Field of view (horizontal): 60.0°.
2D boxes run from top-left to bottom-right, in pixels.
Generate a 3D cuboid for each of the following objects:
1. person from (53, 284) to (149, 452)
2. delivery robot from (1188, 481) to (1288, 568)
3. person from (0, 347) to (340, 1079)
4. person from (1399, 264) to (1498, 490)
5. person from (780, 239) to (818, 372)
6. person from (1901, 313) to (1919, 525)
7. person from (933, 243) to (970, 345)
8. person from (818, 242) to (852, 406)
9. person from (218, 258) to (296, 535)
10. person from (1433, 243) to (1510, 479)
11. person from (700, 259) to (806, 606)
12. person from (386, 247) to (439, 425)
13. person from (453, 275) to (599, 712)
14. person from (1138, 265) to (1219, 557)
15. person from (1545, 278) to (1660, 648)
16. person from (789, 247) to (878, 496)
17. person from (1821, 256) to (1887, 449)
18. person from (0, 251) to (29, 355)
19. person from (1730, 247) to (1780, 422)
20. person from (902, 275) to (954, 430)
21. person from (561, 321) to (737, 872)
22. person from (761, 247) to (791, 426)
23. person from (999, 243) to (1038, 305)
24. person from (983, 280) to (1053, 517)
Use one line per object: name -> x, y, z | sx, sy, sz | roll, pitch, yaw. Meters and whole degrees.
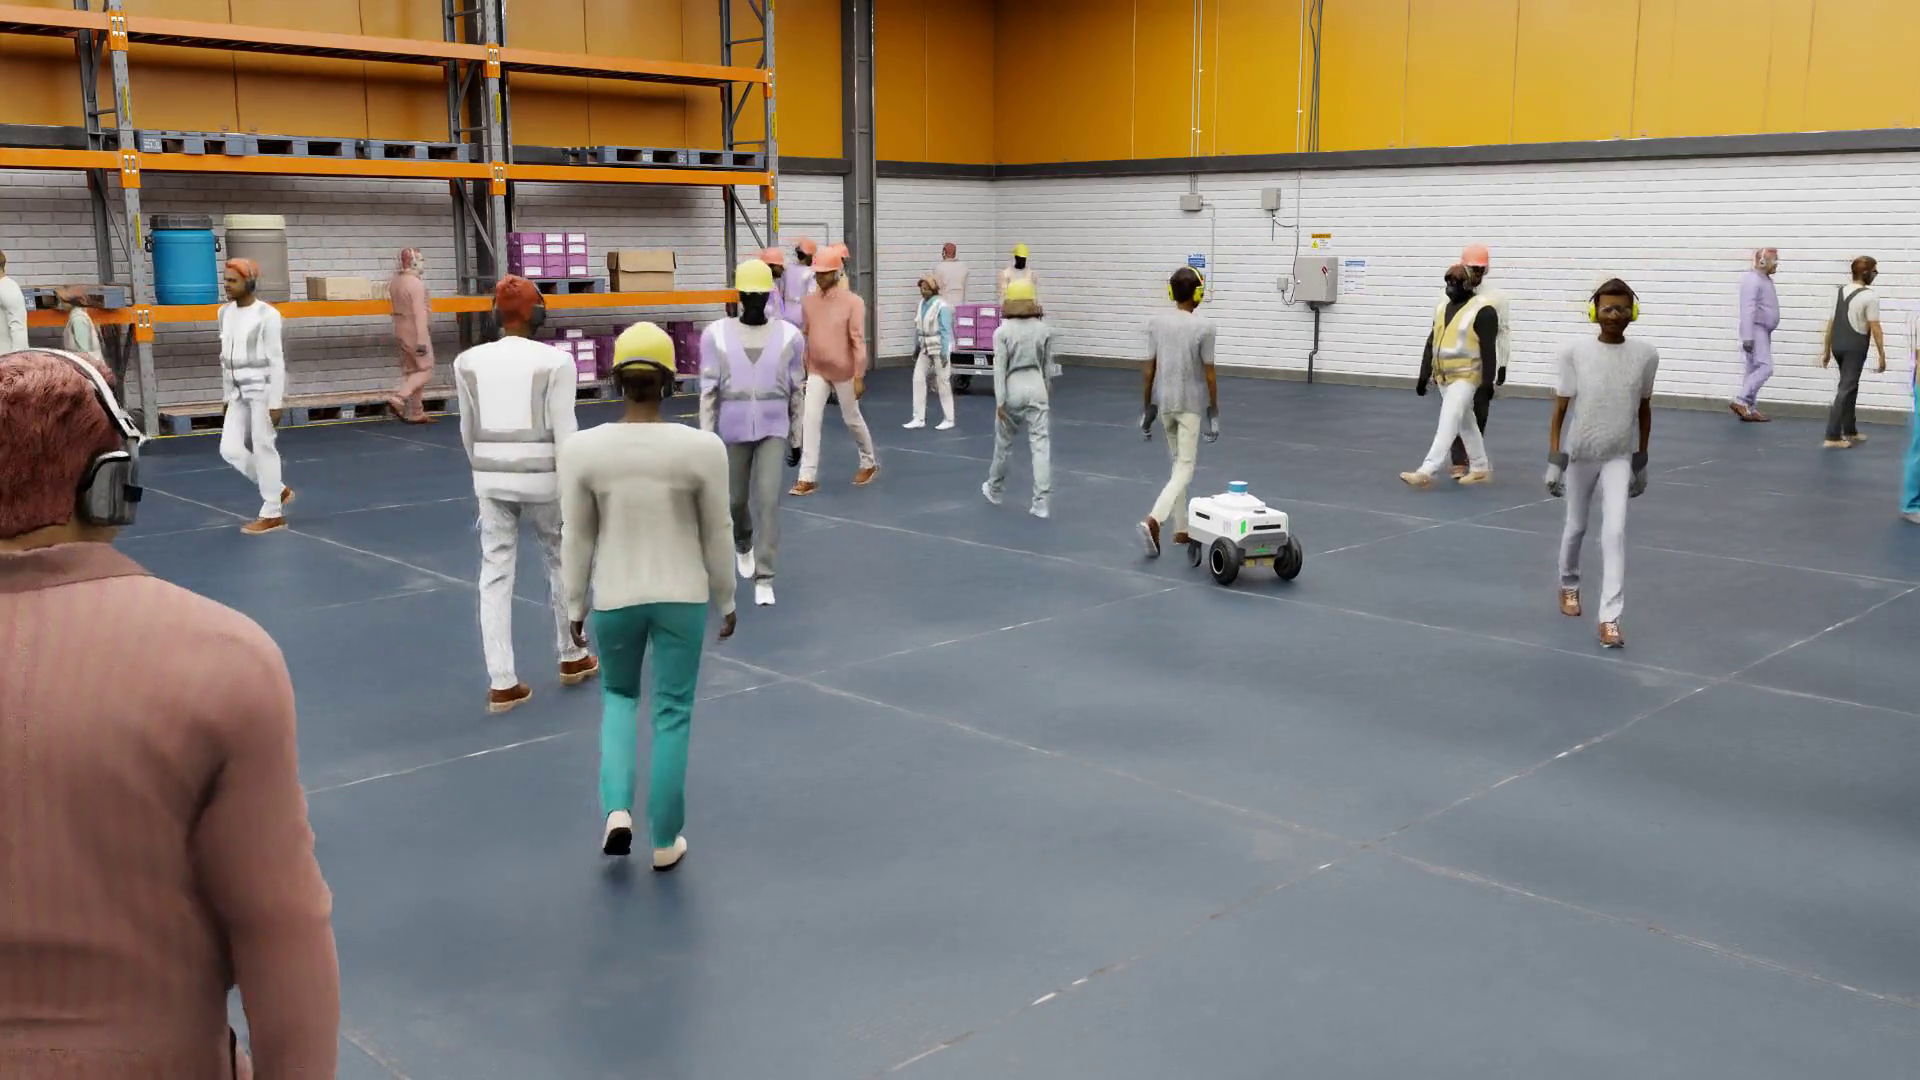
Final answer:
person -> -7.812, -1.511, 14.994 | 0.797, 1.602, 0.543 | -5, 11, -24
delivery robot -> 1.651, -0.105, 9.911 | 0.477, 0.478, 0.707 | -4, 11, -19
person -> -1.130, 0.705, 2.129 | 0.687, 1.885, 0.405 | -1, 10, -8
person -> 3.933, -1.298, 13.311 | 0.973, 1.788, 0.653 | -4, 11, -21
person -> -2.033, -2.754, 20.762 | 0.741, 1.972, 1.073 | 7, 13, 34
person -> 6.826, -0.962, 11.417 | 0.571, 1.816, 0.724 | -2, 11, -9
person -> -0.166, -3.546, 25.247 | 0.639, 1.908, 0.409 | -8, 13, -36
person -> -1.456, -2.573, 19.855 | 0.368, 1.935, 0.552 | -8, 13, -39
person -> -4.788, -0.967, 11.273 | 0.610, 1.869, 0.435 | 6, 12, 31
person -> 4.316, -1.523, 14.072 | 0.622, 1.967, 0.863 | 3, 11, 14
person -> -1.165, -0.634, 9.401 | 0.593, 1.903, 0.865 | -1, 10, -7
person -> -5.847, -2.152, 17.667 | 0.547, 1.898, 0.641 | -9, 14, -41
person -> -1.902, -0.222, 7.298 | 0.570, 1.842, 0.882 | 1, 10, 6
person -> 1.372, -0.824, 10.617 | 0.533, 1.845, 0.855 | 9, 13, 39
person -> 3.268, -0.429, 8.513 | 0.522, 1.821, 1.010 | 3, 11, 16
person -> -0.978, -1.352, 13.219 | 0.626, 1.942, 1.029 | 5, 12, 27
person -> 8.537, -1.762, 15.743 | 0.750, 1.820, 0.555 | -3, 11, -16
person -> -8.058, -1.507, 14.043 | 0.634, 1.937, 0.355 | 9, 14, 42
person -> 8.653, -2.211, 17.984 | 0.432, 1.894, 0.669 | 8, 13, 36
person -> -0.317, -1.927, 17.216 | 0.681, 1.602, 0.535 | -8, 13, -38
person -> -0.978, 0.188, 5.298 | 0.538, 1.751, 0.364 | 0, 10, 0
person -> -2.064, -2.136, 17.580 | 0.912, 1.907, 0.555 | 0, 10, 1
person -> 0.842, -3.306, 23.935 | 0.602, 1.904, 0.496 | -2, 11, -12
person -> 0.437, -1.049, 12.206 | 0.488, 1.698, 0.894 | -3, 11, -17
